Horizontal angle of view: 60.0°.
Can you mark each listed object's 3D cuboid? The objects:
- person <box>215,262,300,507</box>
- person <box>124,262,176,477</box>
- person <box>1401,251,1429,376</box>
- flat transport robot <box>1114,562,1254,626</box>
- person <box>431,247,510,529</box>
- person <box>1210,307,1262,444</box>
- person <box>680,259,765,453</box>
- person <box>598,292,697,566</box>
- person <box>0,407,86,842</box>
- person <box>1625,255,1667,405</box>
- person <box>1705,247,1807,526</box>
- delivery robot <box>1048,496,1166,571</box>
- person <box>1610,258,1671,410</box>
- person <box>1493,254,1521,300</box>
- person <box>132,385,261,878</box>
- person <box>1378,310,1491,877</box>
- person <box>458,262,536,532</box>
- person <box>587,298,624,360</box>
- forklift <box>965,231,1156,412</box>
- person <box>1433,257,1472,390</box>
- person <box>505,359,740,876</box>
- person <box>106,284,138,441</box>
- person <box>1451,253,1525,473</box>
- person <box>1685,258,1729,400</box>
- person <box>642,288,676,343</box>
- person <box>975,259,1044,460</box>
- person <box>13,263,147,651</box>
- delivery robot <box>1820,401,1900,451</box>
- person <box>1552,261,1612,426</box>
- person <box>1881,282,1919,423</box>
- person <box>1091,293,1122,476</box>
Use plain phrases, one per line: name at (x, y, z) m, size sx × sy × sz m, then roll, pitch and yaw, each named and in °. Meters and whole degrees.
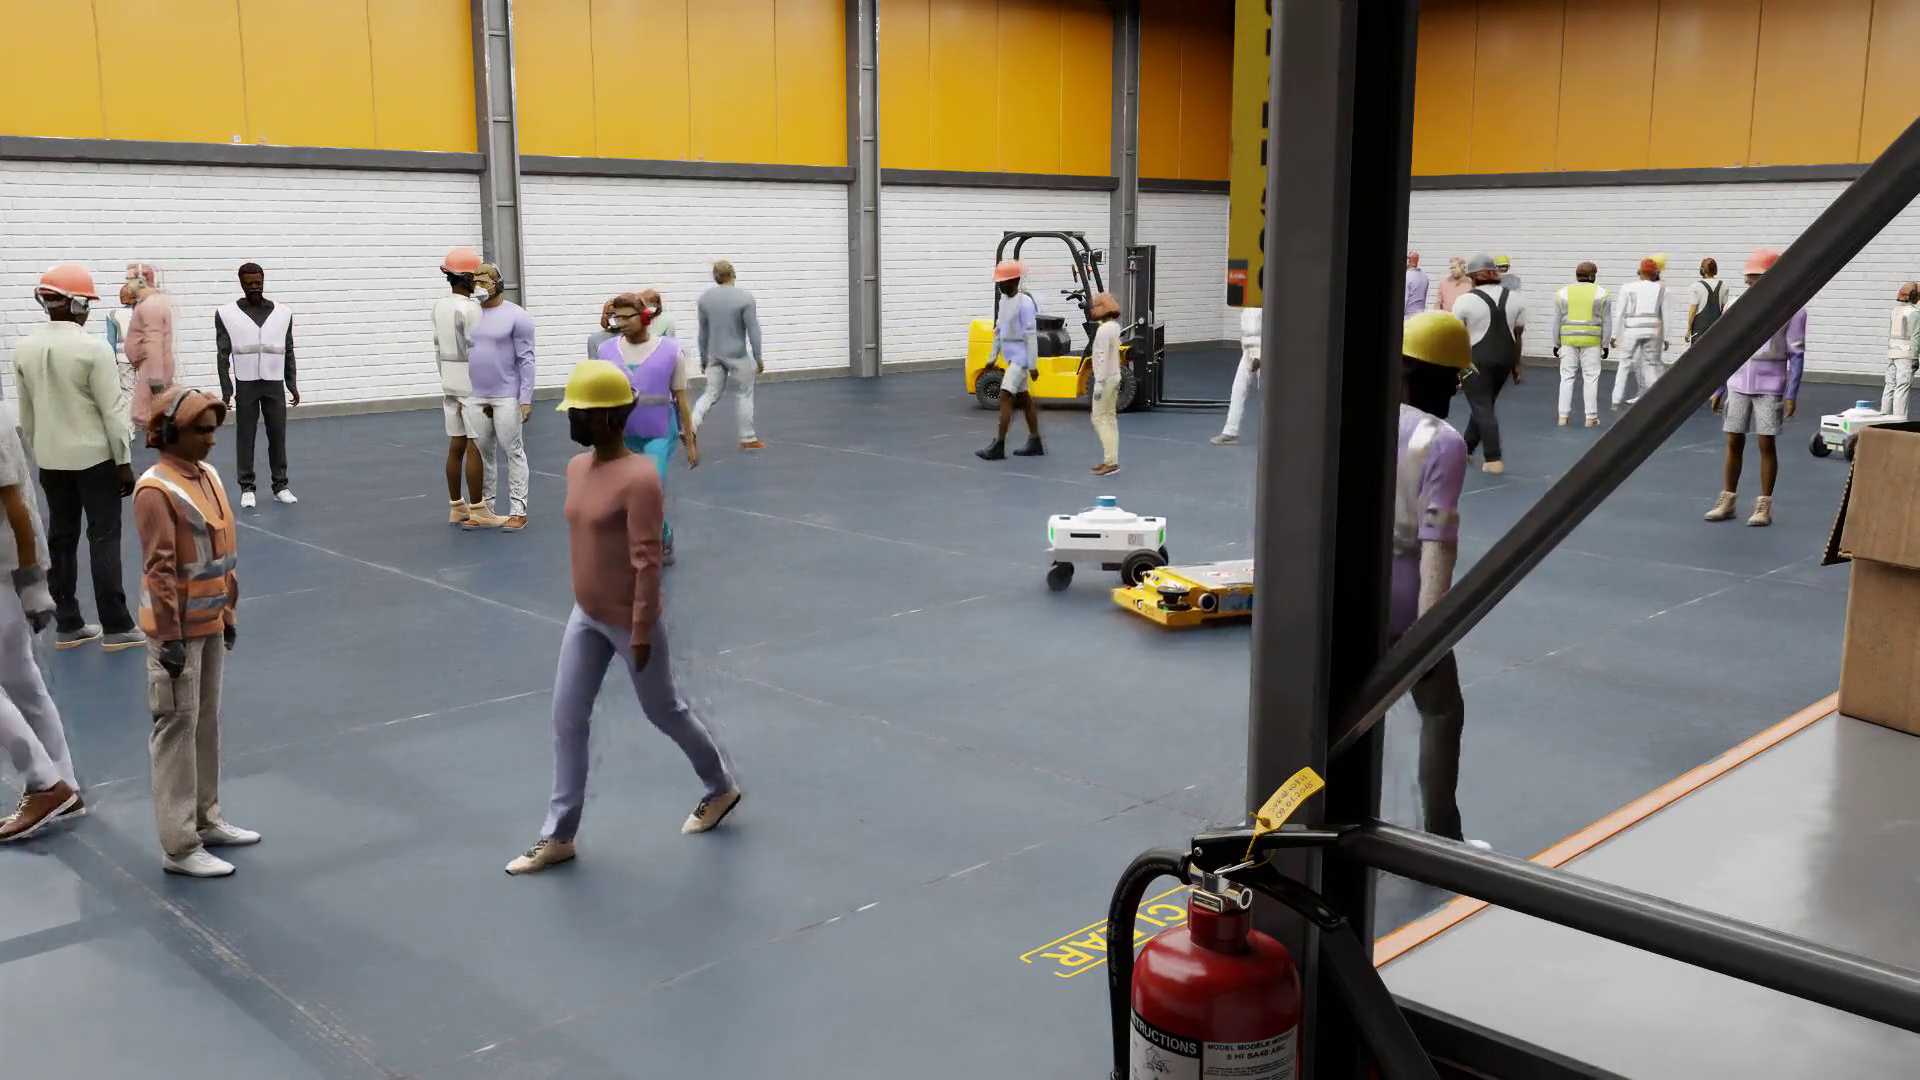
person at (-5.556, -1.229, 13.180) m, size 0.597 × 1.917 × 0.378 m, roll -8°, pitch 13°, yaw -37°
person at (-7.096, -1.473, 14.581) m, size 0.418 × 1.892 × 0.667 m, roll -5°, pitch 11°, yaw -23°
person at (6.397, -3.162, 23.755) m, size 0.653 × 1.906 × 0.405 m, roll -10°, pitch 14°, yaw -43°
flat transport robot at (1.664, 0.273, 9.486) m, size 1.431 × 0.197 × 0.652 m, roll -4°, pitch 11°, yaw -20°
person at (-3.580, -1.098, 12.127) m, size 0.608 × 2.044 × 0.370 m, roll 9°, pitch 14°, yaw 42°
person at (3.028, -1.885, 16.941) m, size 0.764 × 1.864 × 0.586 m, roll -4°, pitch 11°, yaw -21°
person at (-2.302, -1.783, 16.274) m, size 0.696 × 1.911 × 0.789 m, roll 5°, pitch 12°, yaw 27°
person at (-1.918, -0.648, 10.360) m, size 0.615 × 1.802 × 0.877 m, roll 3°, pitch 11°, yaw 15°
person at (-3.425, 0.151, 5.894) m, size 0.504 × 1.830 × 0.571 m, roll -9°, pitch 13°, yaw -39°
person at (8.565, -2.571, 20.575) m, size 0.521 × 1.890 × 0.625 m, roll 1°, pitch 10°, yaw 4°
person at (5.844, -1.119, 12.240) m, size 0.391 × 2.041 × 0.615 m, roll -9°, pitch 14°, yaw -41°
delivery robot at (0.889, -0.024, 10.072) m, size 0.707 × 0.478 × 0.477 m, roll 1°, pitch 11°, yaw 7°
person at (8.284, -2.492, 20.236) m, size 0.652 × 1.868 × 0.382 m, roll 1°, pitch 10°, yaw 5°
person at (8.426, -3.526, 25.943) m, size 0.600 × 1.829 × 0.404 m, roll 1°, pitch 10°, yaw 4°
person at (-2.586, 0.300, 5.604) m, size 0.318 × 1.639 × 0.515 m, roll -1°, pitch 10°, yaw -5°
person at (1.494, 0.198, 5.487) m, size 0.824 × 1.885 × 0.582 m, roll -6°, pitch 12°, yaw -31°
person at (-3.355, -1.022, 11.997) m, size 0.627 × 1.940 × 0.372 m, roll 3°, pitch 11°, yaw 16°
person at (-2.790, -1.164, 13.627) m, size 0.501 × 1.626 × 0.275 m, roll 0°, pitch 10°, yaw -1°
forklift at (1.222, -2.721, 20.561) m, size 2.313 × 2.155 × 1.214 m, roll 2°, pitch 11°, yaw 13°
person at (6.813, -2.937, 22.740) m, size 0.638 × 1.842 × 1.072 m, roll 9°, pitch 14°, yaw 40°
person at (-1.138, 0.236, 5.714) m, size 0.532 × 1.728 × 0.882 m, roll 10°, pitch 14°, yaw 43°
person at (-8.550, -1.839, 17.268) m, size 0.517 × 1.639 × 0.313 m, roll -3°, pitch 11°, yaw -14°
person at (4.733, -1.652, 15.153) m, size 0.692 × 2.000 × 1.064 m, roll -3°, pitch 11°, yaw -17°
person at (9.633, -2.717, 21.499) m, size 0.508 × 1.845 × 0.345 m, roll -1°, pitch 10°, yaw -3°
person at (-3.056, -1.697, 16.541) m, size 0.541 × 1.618 × 0.457 m, roll 0°, pitch 10°, yaw 0°
person at (0.447, -1.719, 15.895) m, size 0.883 × 1.889 × 0.603 m, roll -3°, pitch 11°, yaw -18°
person at (-4.510, -0.416, 8.542) m, size 0.609 × 1.993 × 0.382 m, roll 3°, pitch 11°, yaw 14°
delivery robot at (8.578, -1.083, 15.846) m, size 0.707 × 0.478 × 0.477 m, roll -3°, pitch 11°, yaw -18°
person at (6.973, -2.193, 18.656) m, size 0.627 × 1.840 × 0.429 m, roll 6°, pitch 12°, yaw 31°
person at (10.078, -1.930, 17.769) m, size 0.308 × 1.638 × 0.511 m, roll 0°, pitch 10°, yaw 0°
person at (1.329, -1.385, 14.886) m, size 0.347 × 1.624 × 0.550 m, roll 4°, pitch 11°, yaw 21°
